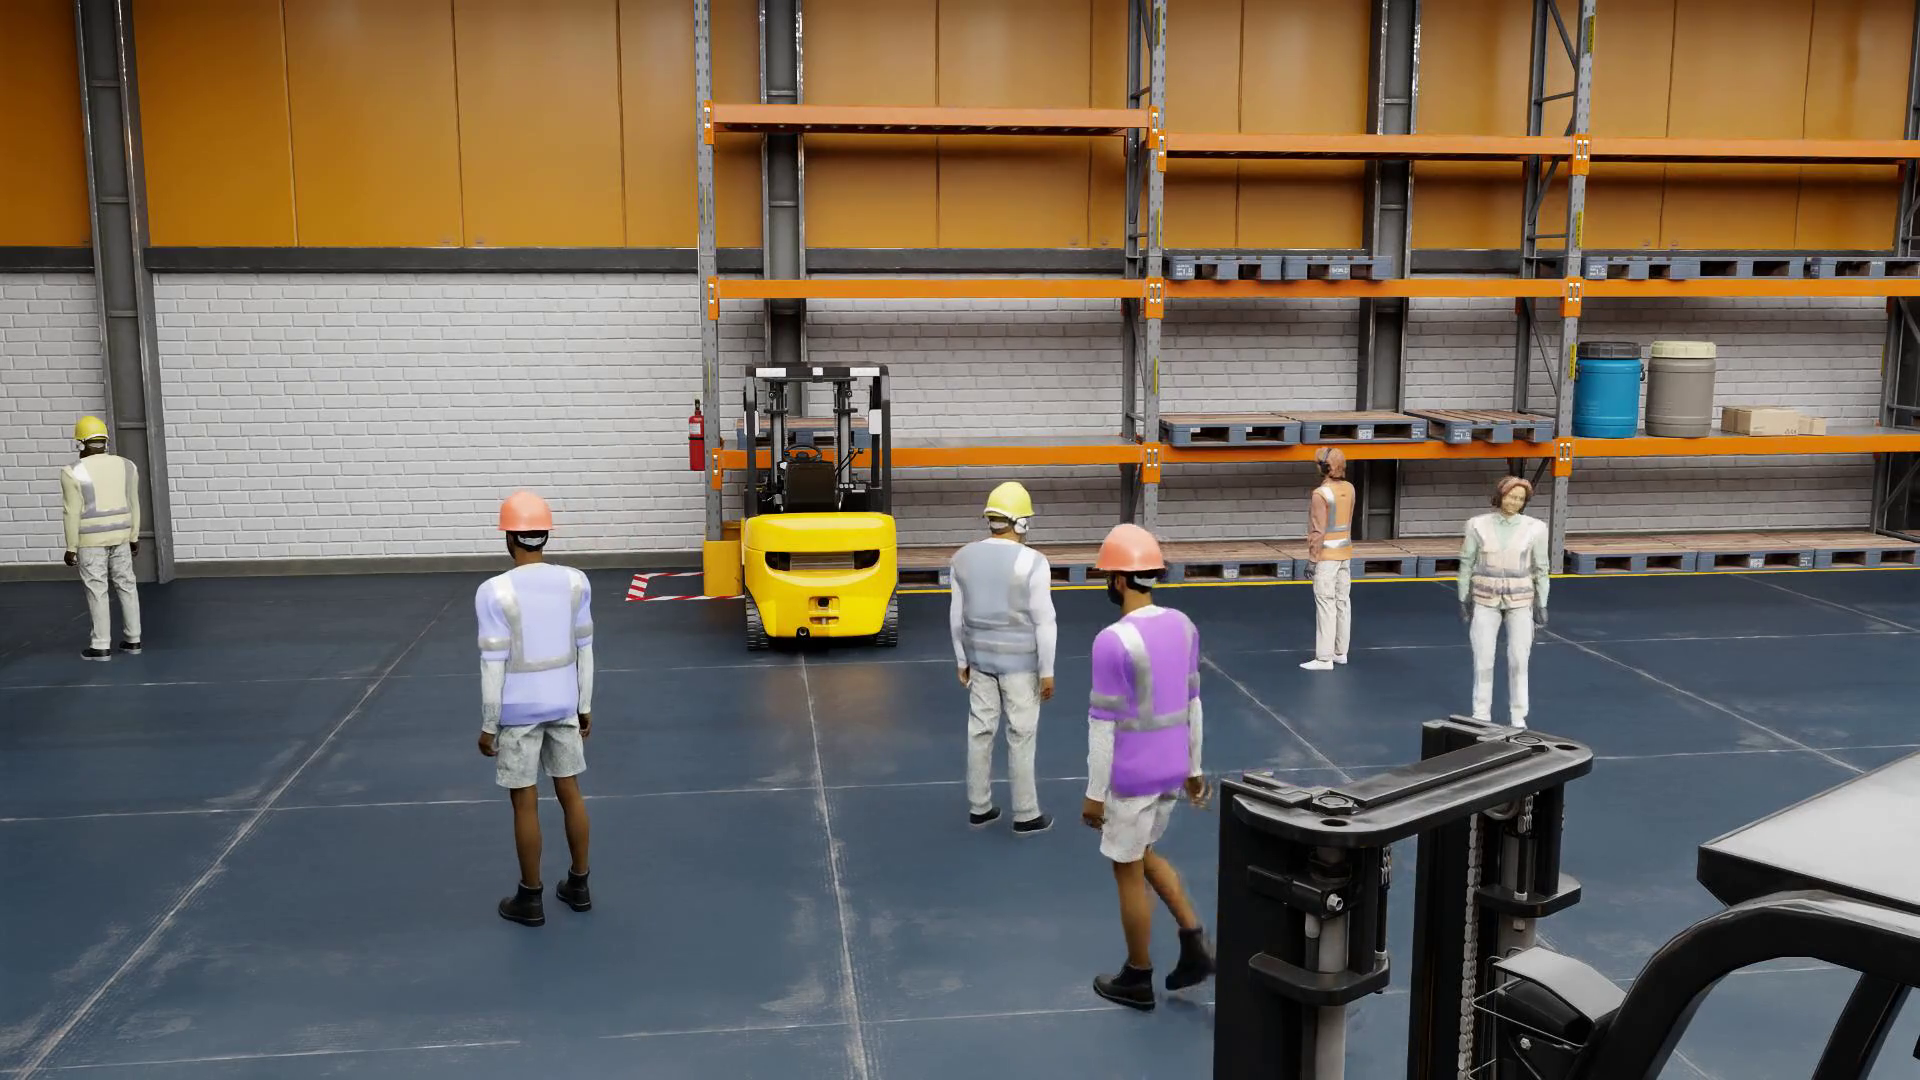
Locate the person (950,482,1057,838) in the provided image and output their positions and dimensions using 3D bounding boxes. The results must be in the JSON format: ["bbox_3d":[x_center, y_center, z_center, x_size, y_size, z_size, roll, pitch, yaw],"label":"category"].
[{"bbox_3d":[0.240,0.612,8.561,0.600,1.827,0.404,6,11,32],"label":"person"}]

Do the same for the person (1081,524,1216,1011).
[{"bbox_3d":[0.710,0.895,6.499,0.494,1.919,0.556,8,12,40],"label":"person"}]

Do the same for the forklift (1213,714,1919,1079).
[{"bbox_3d":[1.441,1.425,2.350,1.214,2.155,2.313,-7,12,-39],"label":"forklift"}]

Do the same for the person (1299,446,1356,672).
[{"bbox_3d":[2.687,0.138,12.105,0.310,1.642,0.514,8,12,41],"label":"person"}]

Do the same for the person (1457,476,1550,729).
[{"bbox_3d":[3.410,0.413,10.448,0.562,1.629,0.316,4,10,22],"label":"person"}]

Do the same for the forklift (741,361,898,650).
[{"bbox_3d":[-1.154,-0.340,13.365,1.214,2.155,2.313,-1,9,-7],"label":"forklift"}]

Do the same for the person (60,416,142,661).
[{"bbox_3d":[-6.432,-0.013,12.449,0.403,1.832,0.594,5,11,31],"label":"person"}]

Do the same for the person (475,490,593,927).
[{"bbox_3d":[-1.901,0.742,7.415,0.552,1.935,0.373,-8,12,-42],"label":"person"}]
